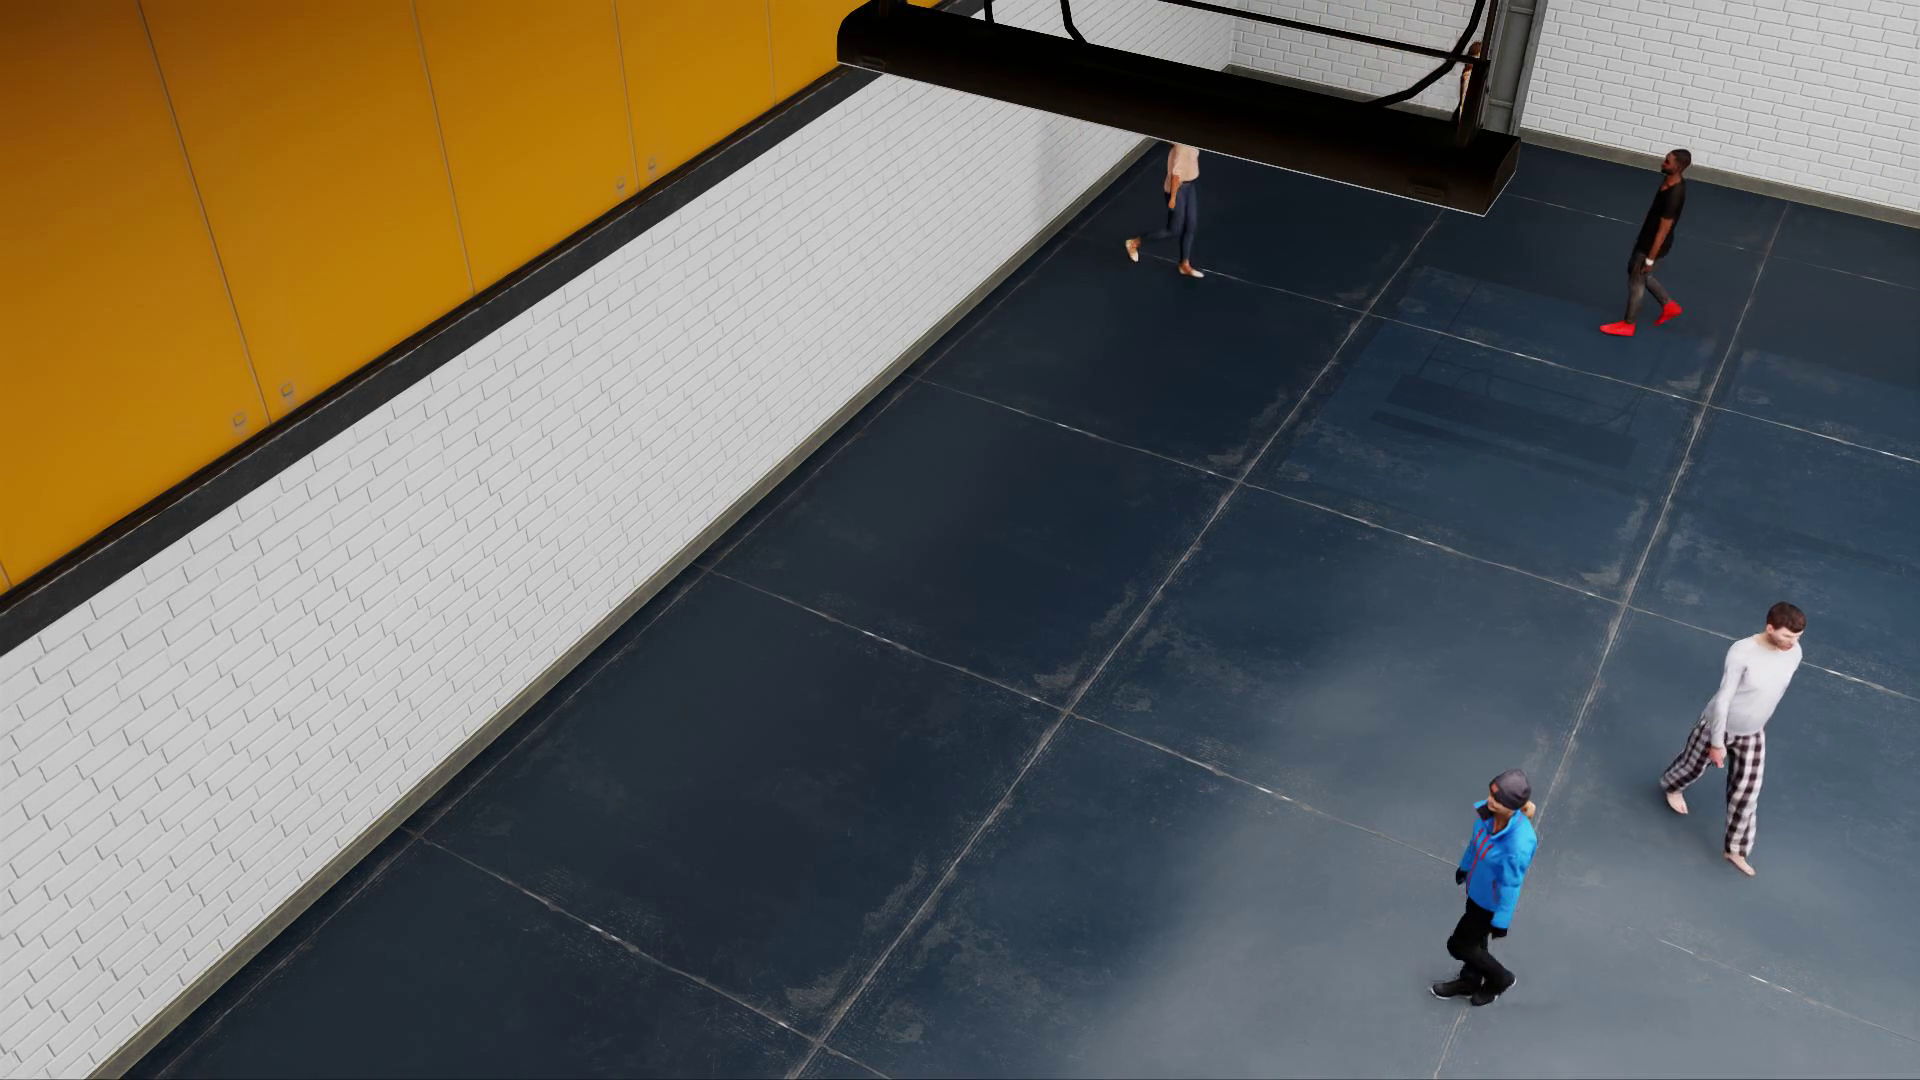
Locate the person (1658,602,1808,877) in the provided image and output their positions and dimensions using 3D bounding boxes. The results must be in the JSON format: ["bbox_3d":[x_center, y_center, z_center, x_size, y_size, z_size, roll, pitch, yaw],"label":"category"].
[{"bbox_3d":[4.554,1.044,9.894,1.146,1.805,1.095,-3,39,-4],"label":"person"}]

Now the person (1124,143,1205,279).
[{"bbox_3d":[1.926,-3.225,15.274,1.010,1.761,0.691,13,41,16],"label":"person"}]

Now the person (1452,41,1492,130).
[{"bbox_3d":[4.986,-4.193,16.612,0.750,1.606,0.991,-30,48,-32],"label":"person"}]

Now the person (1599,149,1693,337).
[{"bbox_3d":[6.096,-2.547,14.403,0.921,1.789,0.750,12,40,15],"label":"person"}]

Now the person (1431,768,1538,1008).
[{"bbox_3d":[2.902,1.885,8.853,0.837,1.790,0.783,1,39,2],"label":"person"}]
